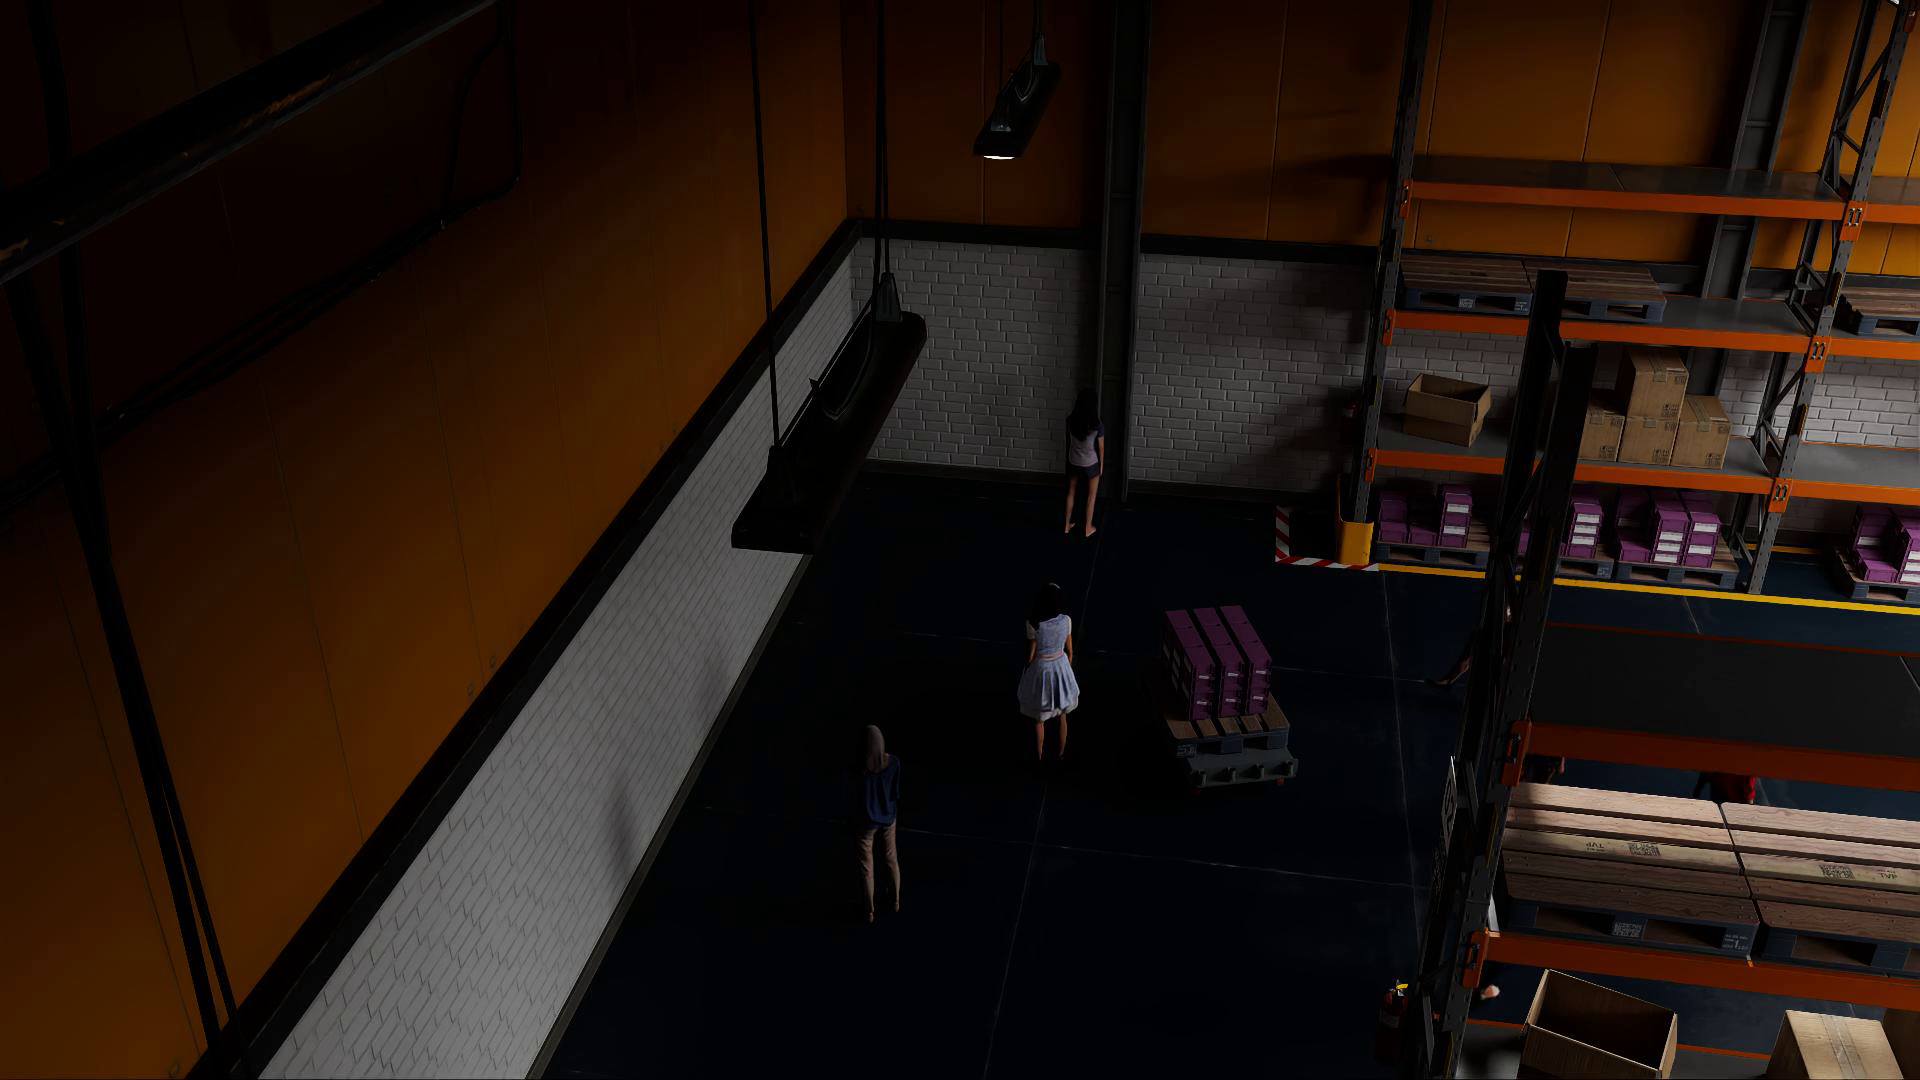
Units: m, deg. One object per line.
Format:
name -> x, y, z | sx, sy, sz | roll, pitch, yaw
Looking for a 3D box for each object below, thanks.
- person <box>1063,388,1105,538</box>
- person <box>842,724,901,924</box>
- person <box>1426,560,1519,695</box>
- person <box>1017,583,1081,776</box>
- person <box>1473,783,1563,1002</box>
person -> 1.309, -0.835, 17.755 | 0.545, 1.706, 0.698 | 13, 31, 22
person -> -0.647, 2.098, 12.388 | 0.698, 1.697, 0.770 | -16, 32, -27
person -> 4.850, 0.853, 14.770 | 1.137, 1.603, 0.688 | 9, 30, 17
person -> 0.741, 1.170, 13.964 | 0.786, 1.817, 0.869 | -5, 29, -10
person -> 3.912, 2.497, 11.617 | 1.145, 1.734, 1.080 | -18, 34, -30
